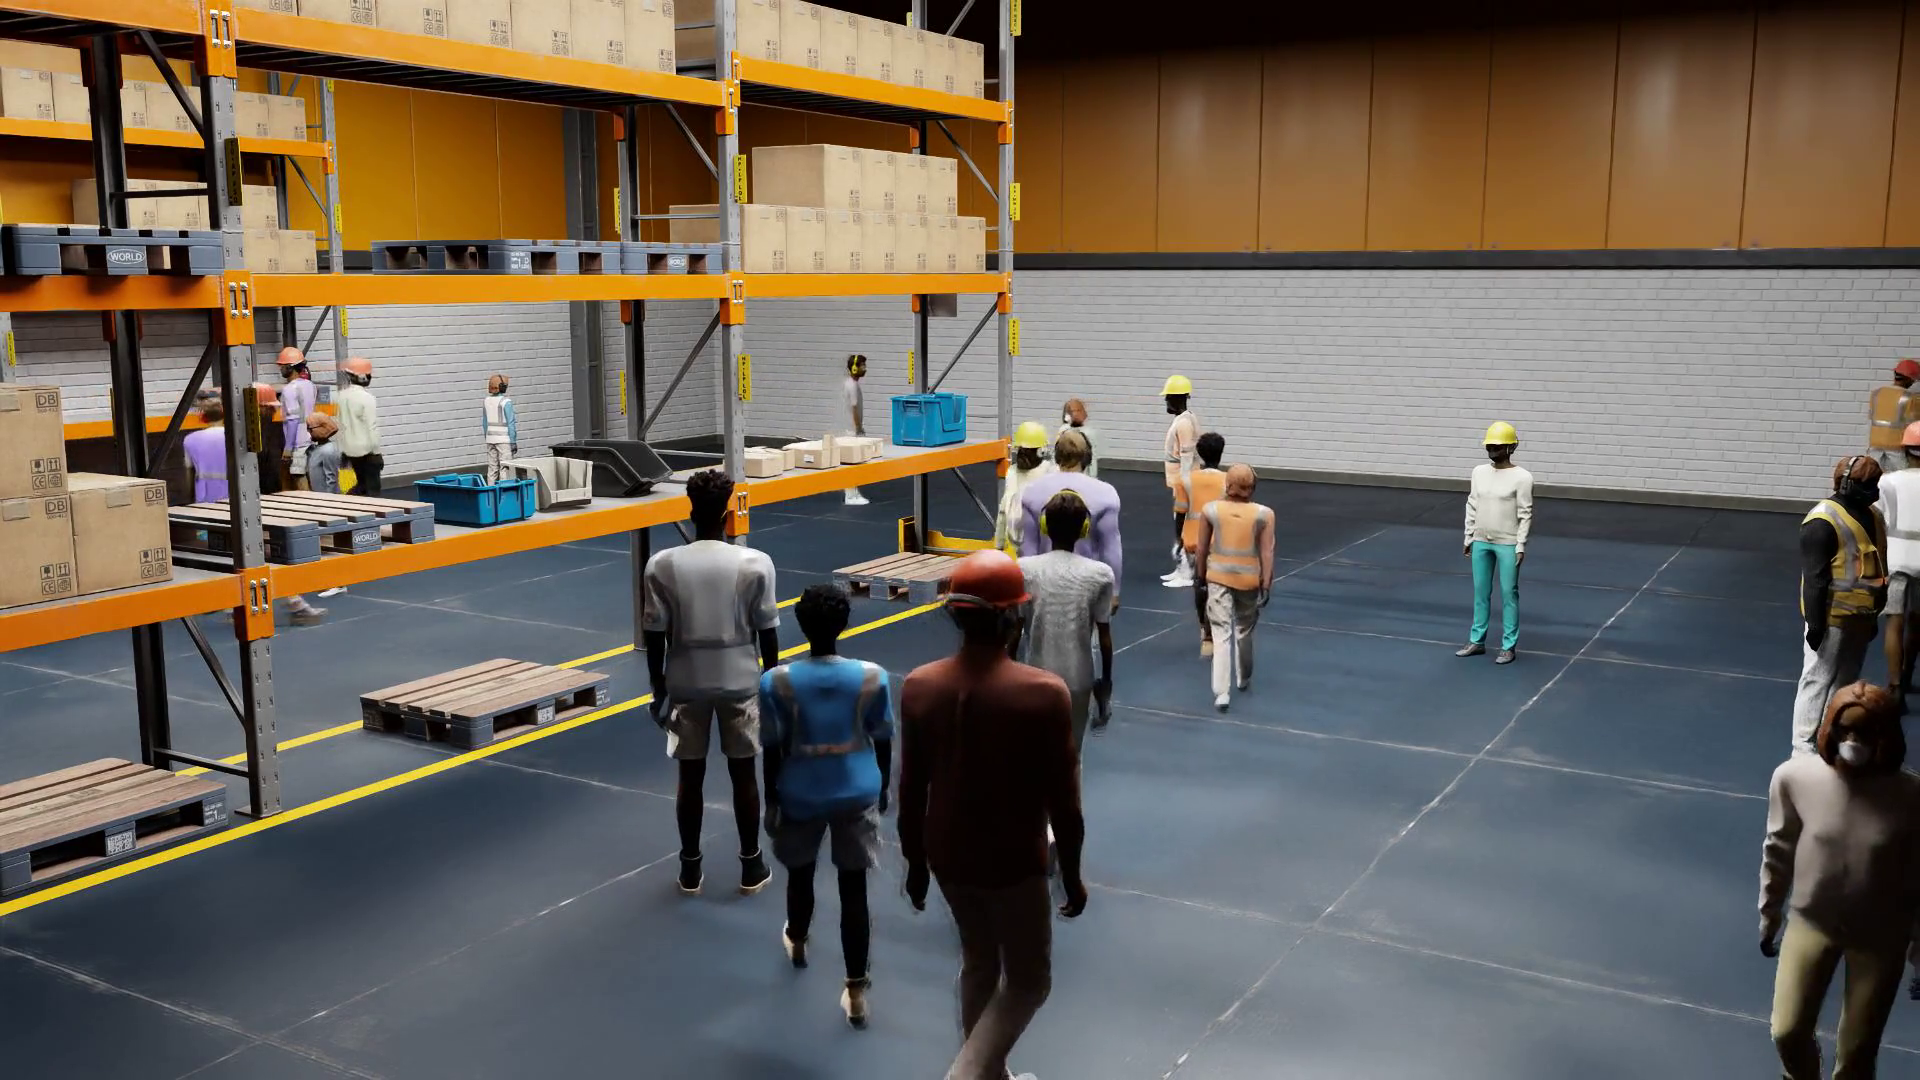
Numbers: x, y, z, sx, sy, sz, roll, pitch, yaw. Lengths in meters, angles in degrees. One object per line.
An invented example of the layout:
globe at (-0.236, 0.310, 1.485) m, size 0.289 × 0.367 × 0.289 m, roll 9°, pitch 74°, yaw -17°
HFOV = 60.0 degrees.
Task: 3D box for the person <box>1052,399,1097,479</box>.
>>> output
person at (1.057, -0.589, 16.467) m, size 0.794 × 1.600 × 0.515 m, roll -6°, pitch 11°, yaw -33°

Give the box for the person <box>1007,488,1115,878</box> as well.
person at (0.457, 0.687, 7.724) m, size 0.537 × 1.851 × 0.580 m, roll 0°, pitch 9°, yaw 0°

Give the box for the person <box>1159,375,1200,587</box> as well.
person at (1.987, -0.529, 15.077) m, size 0.388 × 1.926 × 0.590 m, roll 1°, pitch 9°, yaw 7°

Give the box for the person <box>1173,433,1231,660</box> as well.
person at (1.903, 0.021, 12.466) m, size 0.553 × 1.647 × 0.864 m, roll 4°, pitch 10°, yaw 22°

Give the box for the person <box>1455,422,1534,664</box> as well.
person at (3.917, 0.019, 12.161) m, size 0.309 × 1.769 × 0.525 m, roll -8°, pitch 12°, yaw -40°

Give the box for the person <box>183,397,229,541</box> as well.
person at (-6.329, -0.321, 14.233) m, size 0.579 × 1.793 × 0.994 m, roll -1°, pitch 9°, yaw -7°

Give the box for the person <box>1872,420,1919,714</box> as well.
person at (6.246, 0.151, 10.963) m, size 0.567 × 1.882 × 0.978 m, roll 4°, pitch 10°, yaw 24°

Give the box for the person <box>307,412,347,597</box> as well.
person at (-5.593, -0.315, 14.658) m, size 0.289 × 1.632 × 0.497 m, roll -5°, pitch 11°, yaw -31°

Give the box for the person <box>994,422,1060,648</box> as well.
person at (0.495, 0.014, 12.193) m, size 0.980 × 1.767 × 0.620 m, roll -7°, pitch 12°, yaw -38°

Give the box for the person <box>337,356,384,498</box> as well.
person at (-6.347, -0.945, 17.517) m, size 0.619 × 1.977 × 0.589 m, roll 8°, pitch 12°, yaw 41°

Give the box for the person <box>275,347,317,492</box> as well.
person at (-7.210, -1.071, 18.092) m, size 0.378 × 2.045 × 0.605 m, roll 0°, pitch 9°, yaw 1°

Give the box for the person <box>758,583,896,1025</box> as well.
person at (-0.519, 0.979, 6.521) m, size 0.540 × 1.644 × 0.847 m, roll -1°, pitch 9°, yaw -8°

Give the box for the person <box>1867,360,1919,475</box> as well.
person at (10.427, -1.062, 18.540) m, size 0.563 × 1.898 × 0.550 m, roll -6°, pitch 11°, yaw -31°

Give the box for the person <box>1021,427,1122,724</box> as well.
person at (0.656, 0.276, 10.093) m, size 0.639 × 1.917 × 0.797 m, roll 4°, pitch 10°, yaw 25°

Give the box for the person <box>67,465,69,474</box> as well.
person at (-7.134, -0.143, 12.936) m, size 0.627 × 1.844 × 0.429 m, roll 5°, pitch 10°, yaw 27°

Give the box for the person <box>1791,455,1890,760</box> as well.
person at (4.979, 0.433, 9.385) m, size 0.619 × 1.836 × 0.431 m, roll -6°, pitch 11°, yaw -33°

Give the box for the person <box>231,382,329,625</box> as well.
person at (-5.524, -0.288, 13.436) m, size 0.871 × 1.959 × 0.641 m, roll -2°, pitch 9°, yaw -14°

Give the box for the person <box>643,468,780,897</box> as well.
person at (-1.121, 0.652, 7.586) m, size 0.613 × 1.962 × 0.367 m, roll -1°, pitch 9°, yaw -3°

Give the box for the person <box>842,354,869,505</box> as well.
person at (-1.236, -1.339, 20.357) m, size 0.455 × 1.853 × 0.574 m, roll -1°, pitch 9°, yaw -6°

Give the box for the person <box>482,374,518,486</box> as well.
person at (-5.492, -1.155, 19.880) m, size 0.523 × 1.640 × 0.306 m, roll 6°, pitch 11°, yaw 33°

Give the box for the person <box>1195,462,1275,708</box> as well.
person at (1.816, 0.285, 11.028) m, size 0.522 × 1.593 × 0.857 m, roll 2°, pitch 9°, yaw 9°

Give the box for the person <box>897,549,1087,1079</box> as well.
person at (0.058, 1.018, 5.286) m, size 0.631 × 1.975 × 0.753 m, roll 6°, pitch 11°, yaw 31°

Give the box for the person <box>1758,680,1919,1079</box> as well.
person at (2.719, 1.223, 5.109) m, size 0.502 × 1.621 × 0.365 m, roll 6°, pitch 11°, yaw 34°
